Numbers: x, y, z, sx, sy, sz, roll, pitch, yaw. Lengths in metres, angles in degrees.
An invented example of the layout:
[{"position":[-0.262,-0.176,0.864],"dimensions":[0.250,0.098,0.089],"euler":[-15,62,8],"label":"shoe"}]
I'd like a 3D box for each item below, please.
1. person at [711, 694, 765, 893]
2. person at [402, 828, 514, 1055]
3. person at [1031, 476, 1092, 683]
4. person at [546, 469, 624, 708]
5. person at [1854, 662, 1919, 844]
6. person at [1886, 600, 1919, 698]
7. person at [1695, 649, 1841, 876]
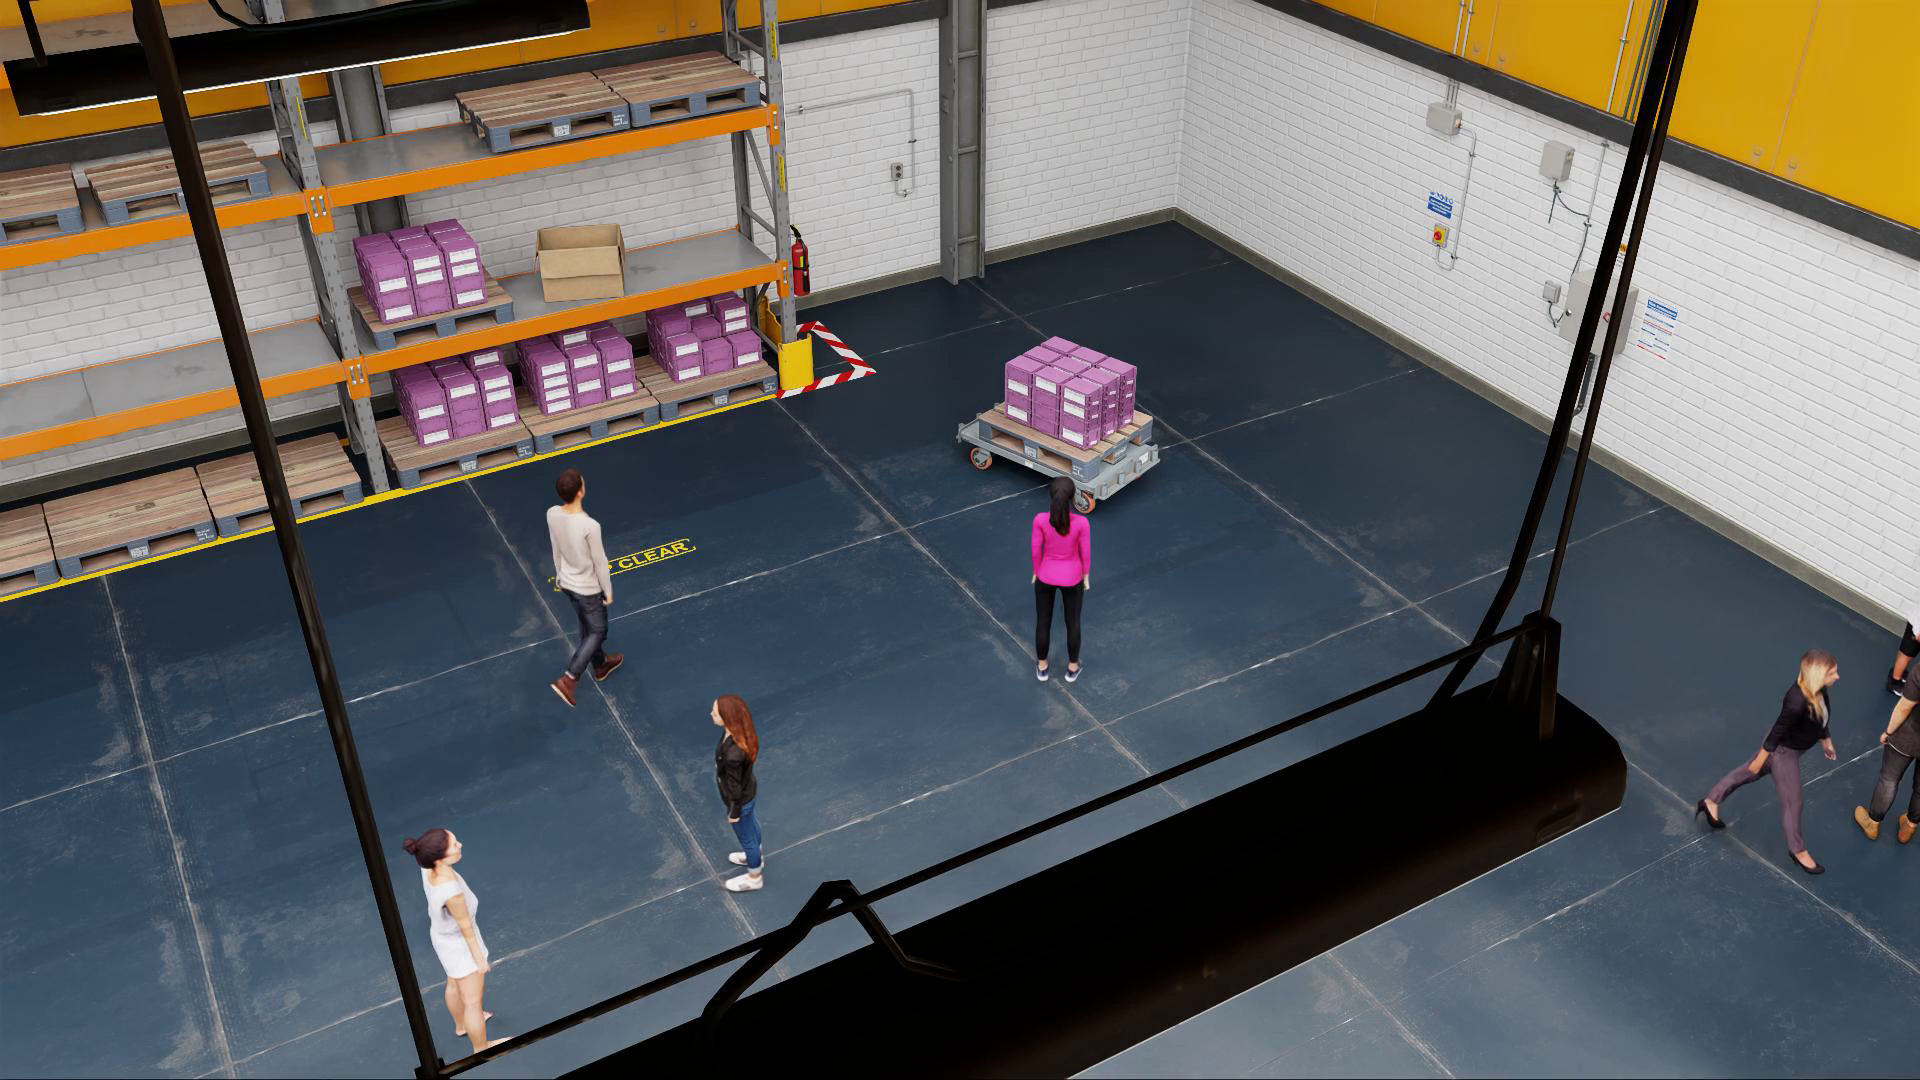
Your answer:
[{"position":[-1.363,1.557,10.357],"dimensions":[0.630,1.481,0.631],"euler":[-2,34,-3],"label":"person"},{"position":[-2.797,2.222,9.241],"dimensions":[0.562,1.608,0.600],"euler":[-25,41,-32],"label":"person"},{"position":[0.722,0.285,12.074],"dimensions":[0.671,1.698,0.749],"euler":[4,34,6],"label":"person"},{"position":[-2.734,0.362,11.820],"dimensions":[0.980,1.851,1.154],"euler":[17,37,24],"label":"person"},{"position":[6.174,1.228,10.641],"dimensions":[0.695,1.714,0.756],"euler":[8,34,12],"label":"person"},{"position":[6.999,0.559,12.059],"dimensions":[0.623,1.259,0.528],"euler":[20,39,27],"label":"person"},{"position":[5.126,1.328,10.575],"dimensions":[0.947,1.620,1.088],"euler":[21,39,29],"label":"person"}]
